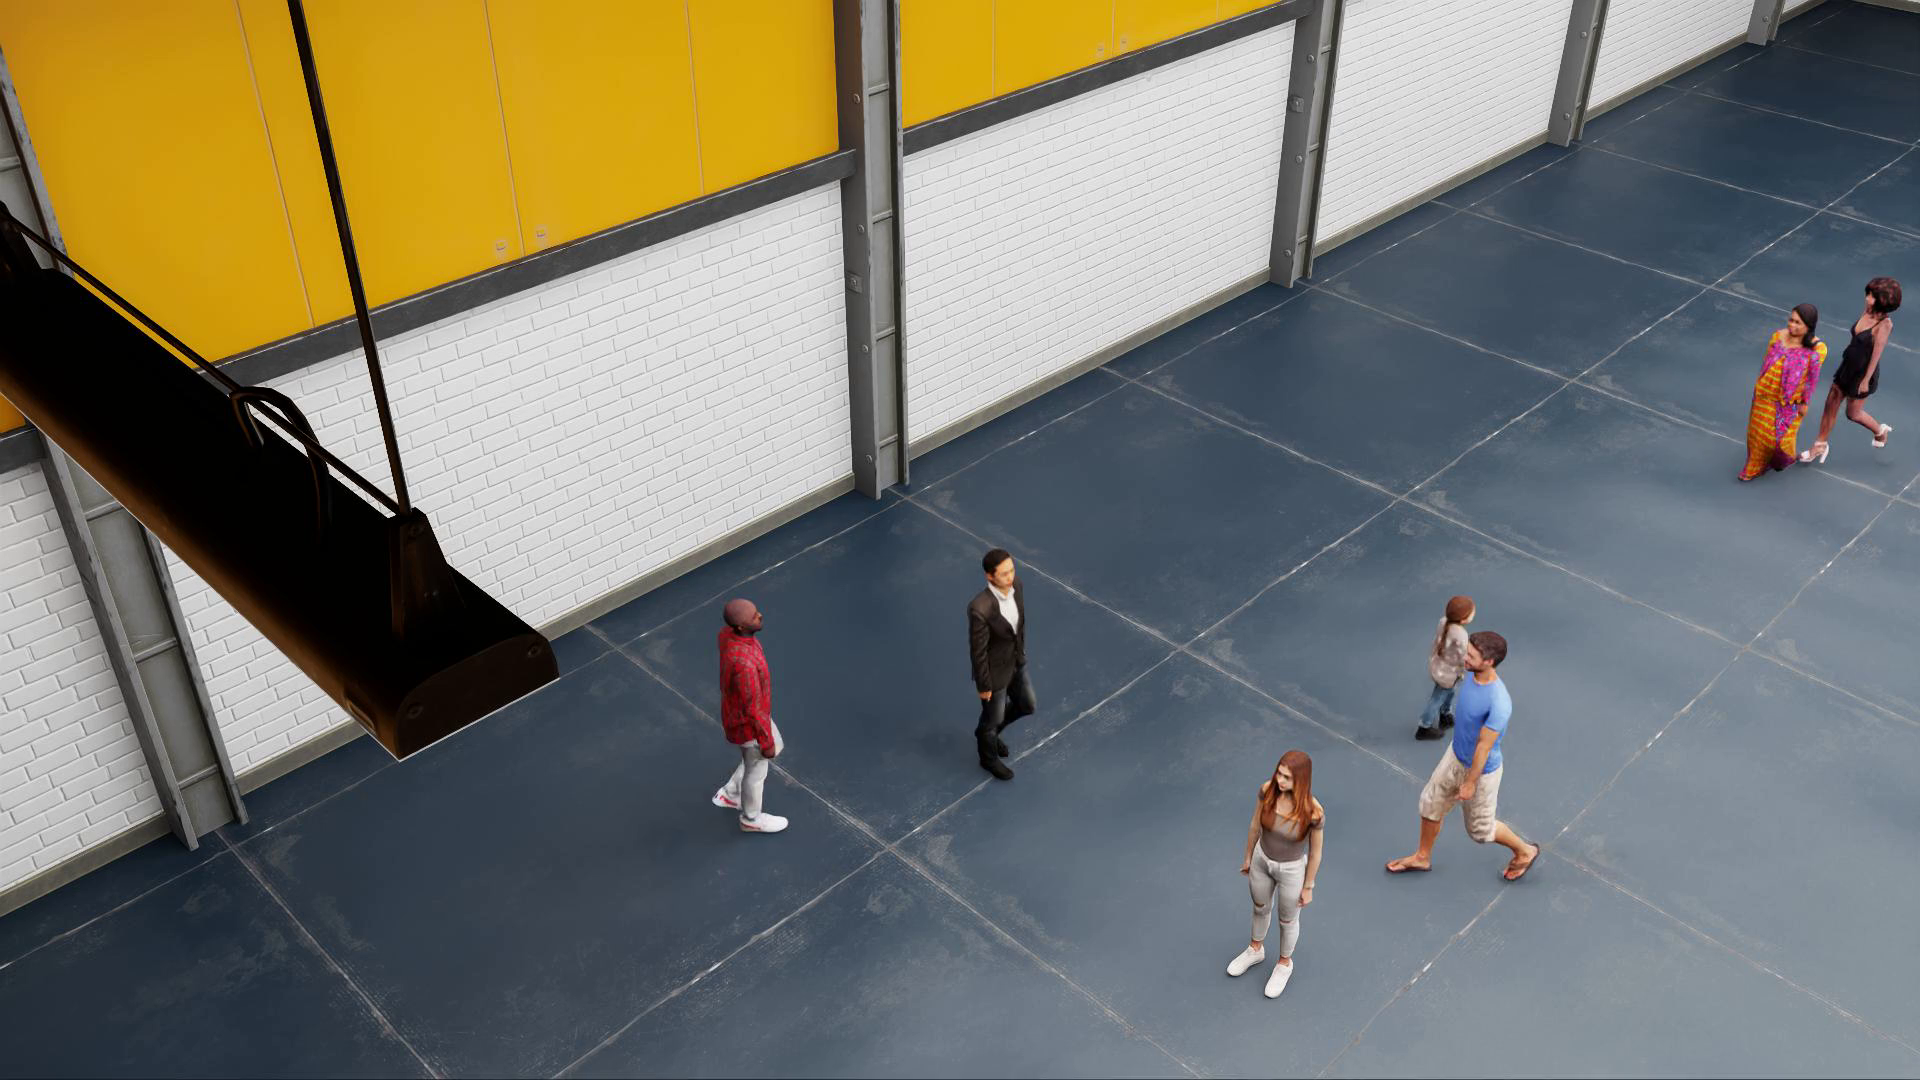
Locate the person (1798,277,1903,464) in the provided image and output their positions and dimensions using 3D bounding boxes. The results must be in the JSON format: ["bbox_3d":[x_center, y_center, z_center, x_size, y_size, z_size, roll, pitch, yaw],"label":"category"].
[{"bbox_3d":[7.767,-1.412,14.247,1.025,1.767,0.935,-1,34,-2],"label":"person"}]

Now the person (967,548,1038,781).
[{"bbox_3d":[0.187,0.781,10.922,0.814,1.796,0.644,22,40,30],"label":"person"}]

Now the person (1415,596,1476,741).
[{"bbox_3d":[3.265,0.885,11.320,0.717,1.183,0.650,-3,34,-4],"label":"person"}]

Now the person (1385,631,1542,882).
[{"bbox_3d":[3.180,1.341,10.038,1.228,1.842,1.080,-6,34,-9],"label":"person"}]

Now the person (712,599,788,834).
[{"bbox_3d":[-1.402,1.124,10.390,0.893,1.814,0.835,-6,34,-9],"label":"person"}]

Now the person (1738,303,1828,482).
[{"bbox_3d":[7.017,-1.252,14.106,0.794,1.658,0.676,-24,41,-32],"label":"person"}]

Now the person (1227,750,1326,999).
[{"bbox_3d":[1.812,1.854,9.373,0.600,1.724,0.518,26,42,34],"label":"person"}]
